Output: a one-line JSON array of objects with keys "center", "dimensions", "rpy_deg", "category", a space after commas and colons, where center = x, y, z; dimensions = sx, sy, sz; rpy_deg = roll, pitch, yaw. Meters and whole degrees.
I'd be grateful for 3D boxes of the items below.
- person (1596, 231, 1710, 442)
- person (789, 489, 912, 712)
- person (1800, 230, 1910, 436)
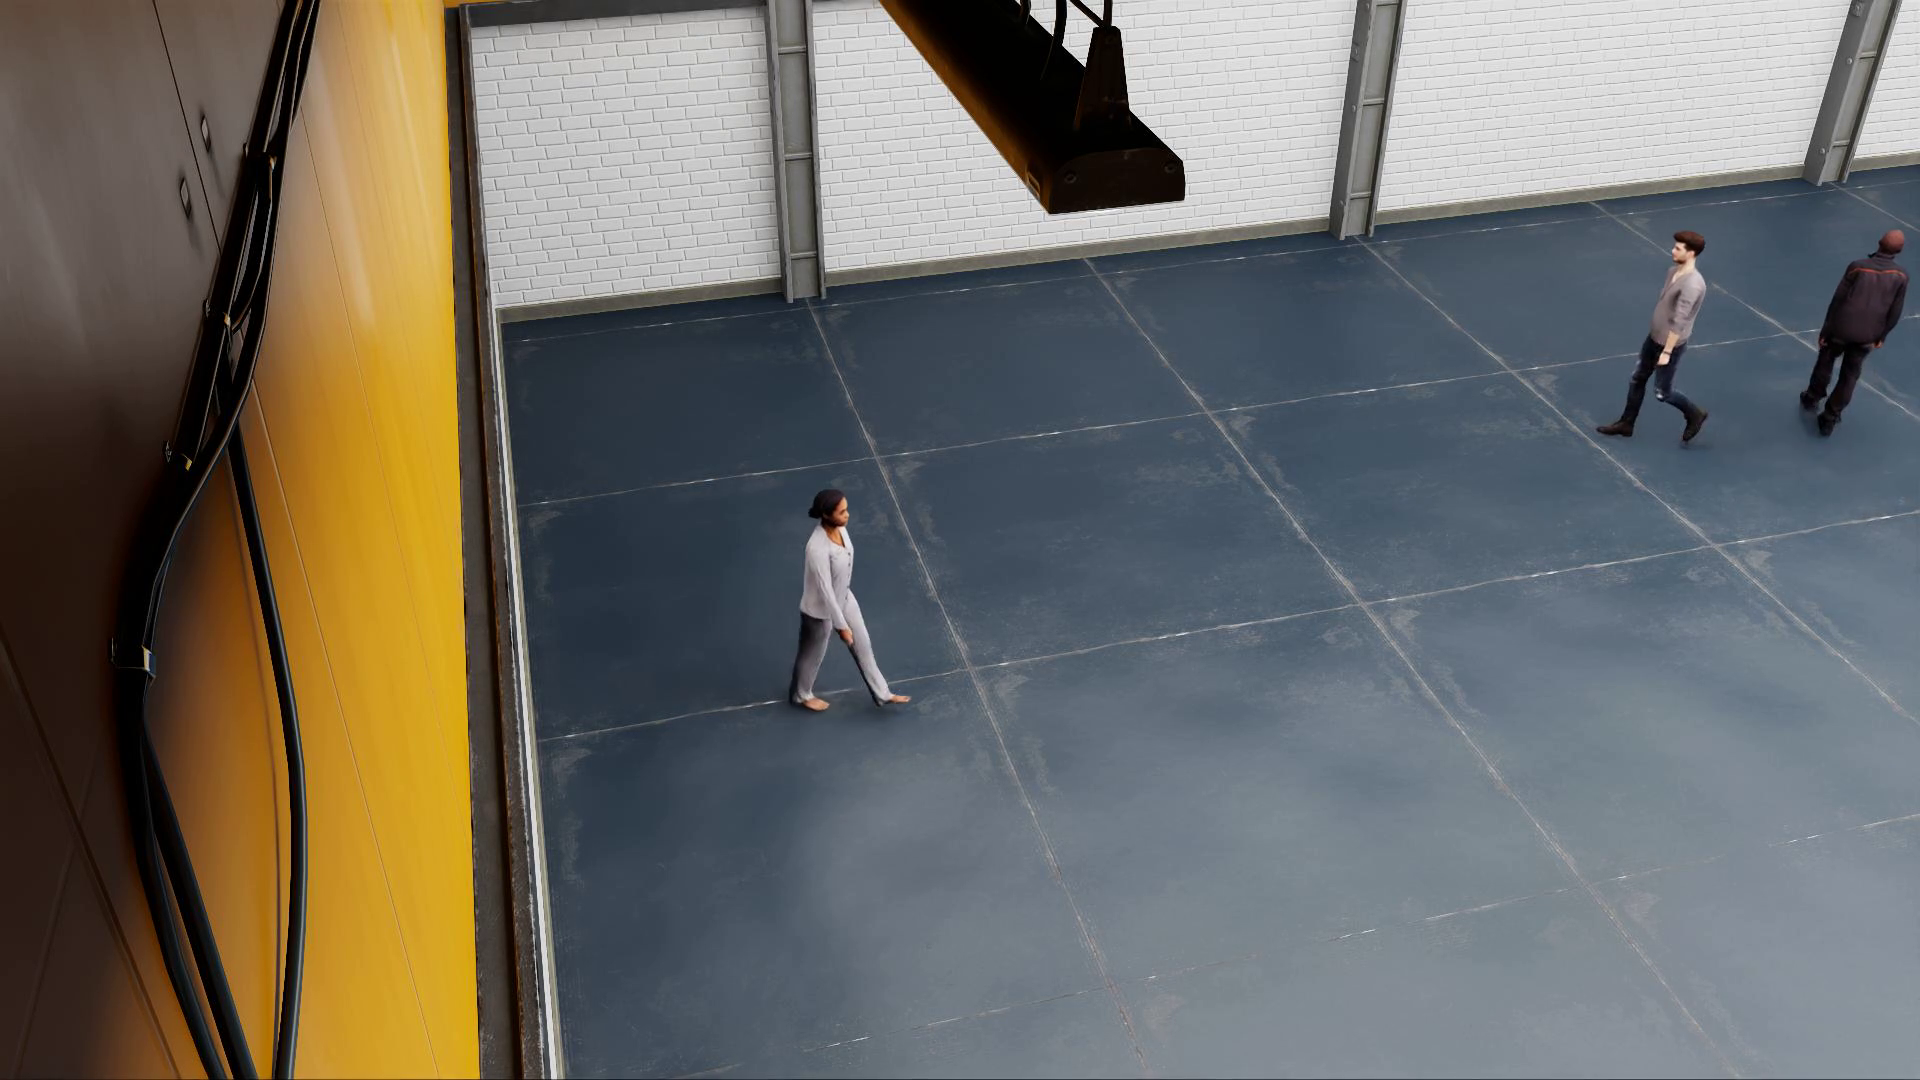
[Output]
[{"center": [5.924, -1.620, 13.739], "dimensions": [1.158, 1.879, 0.874], "rpy_deg": [1, 34, 1], "category": "person"}, {"center": [-0.945, 0.420, 10.832], "dimensions": [1.146, 1.698, 1.017], "rpy_deg": [13, 36, 19], "category": "person"}, {"center": [7.516, -1.706, 13.940], "dimensions": [1.015, 1.799, 1.050], "rpy_deg": [11, 35, 16], "category": "person"}]
